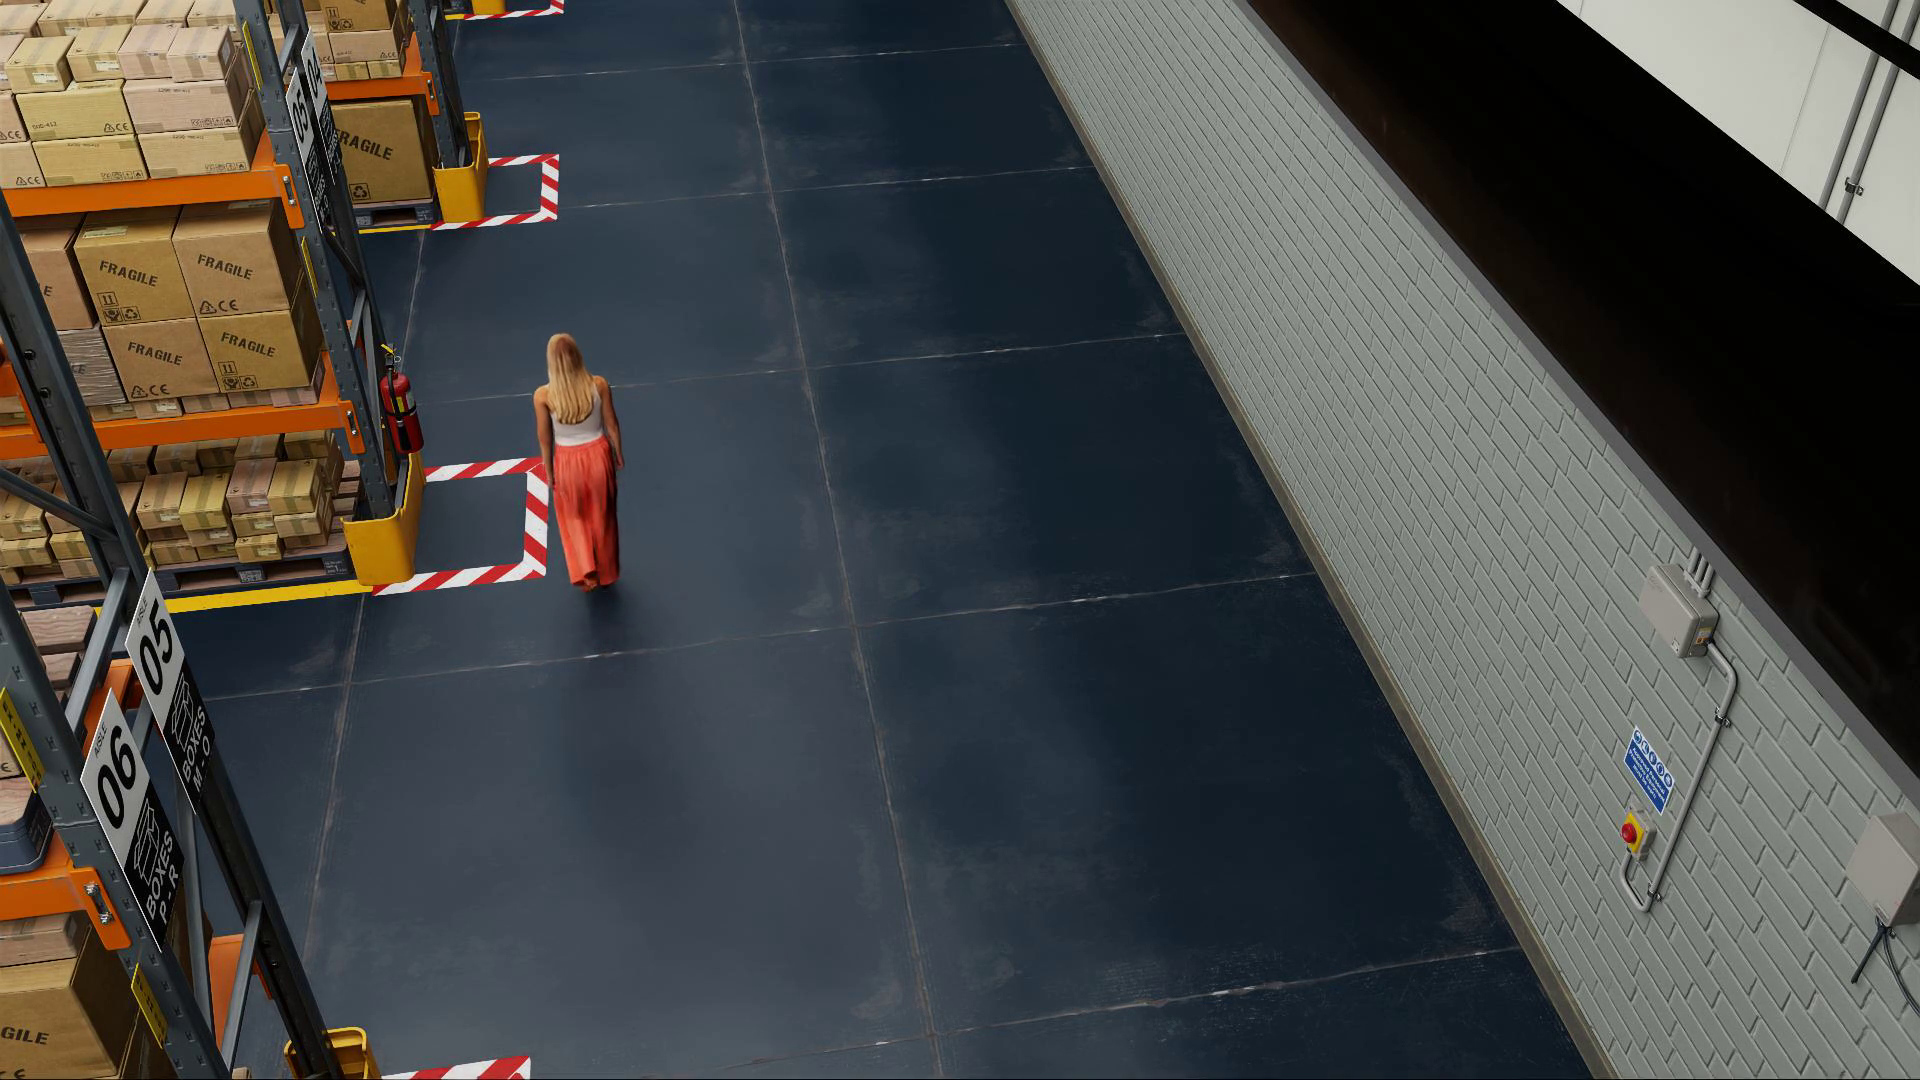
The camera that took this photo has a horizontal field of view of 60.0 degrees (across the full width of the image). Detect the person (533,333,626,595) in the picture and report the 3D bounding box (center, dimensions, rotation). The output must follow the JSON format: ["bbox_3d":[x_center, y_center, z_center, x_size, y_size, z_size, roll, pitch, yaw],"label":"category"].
[{"bbox_3d":[-2.223,-0.373,9.898,0.759,1.790,0.709,-9,39,-11],"label":"person"}]
